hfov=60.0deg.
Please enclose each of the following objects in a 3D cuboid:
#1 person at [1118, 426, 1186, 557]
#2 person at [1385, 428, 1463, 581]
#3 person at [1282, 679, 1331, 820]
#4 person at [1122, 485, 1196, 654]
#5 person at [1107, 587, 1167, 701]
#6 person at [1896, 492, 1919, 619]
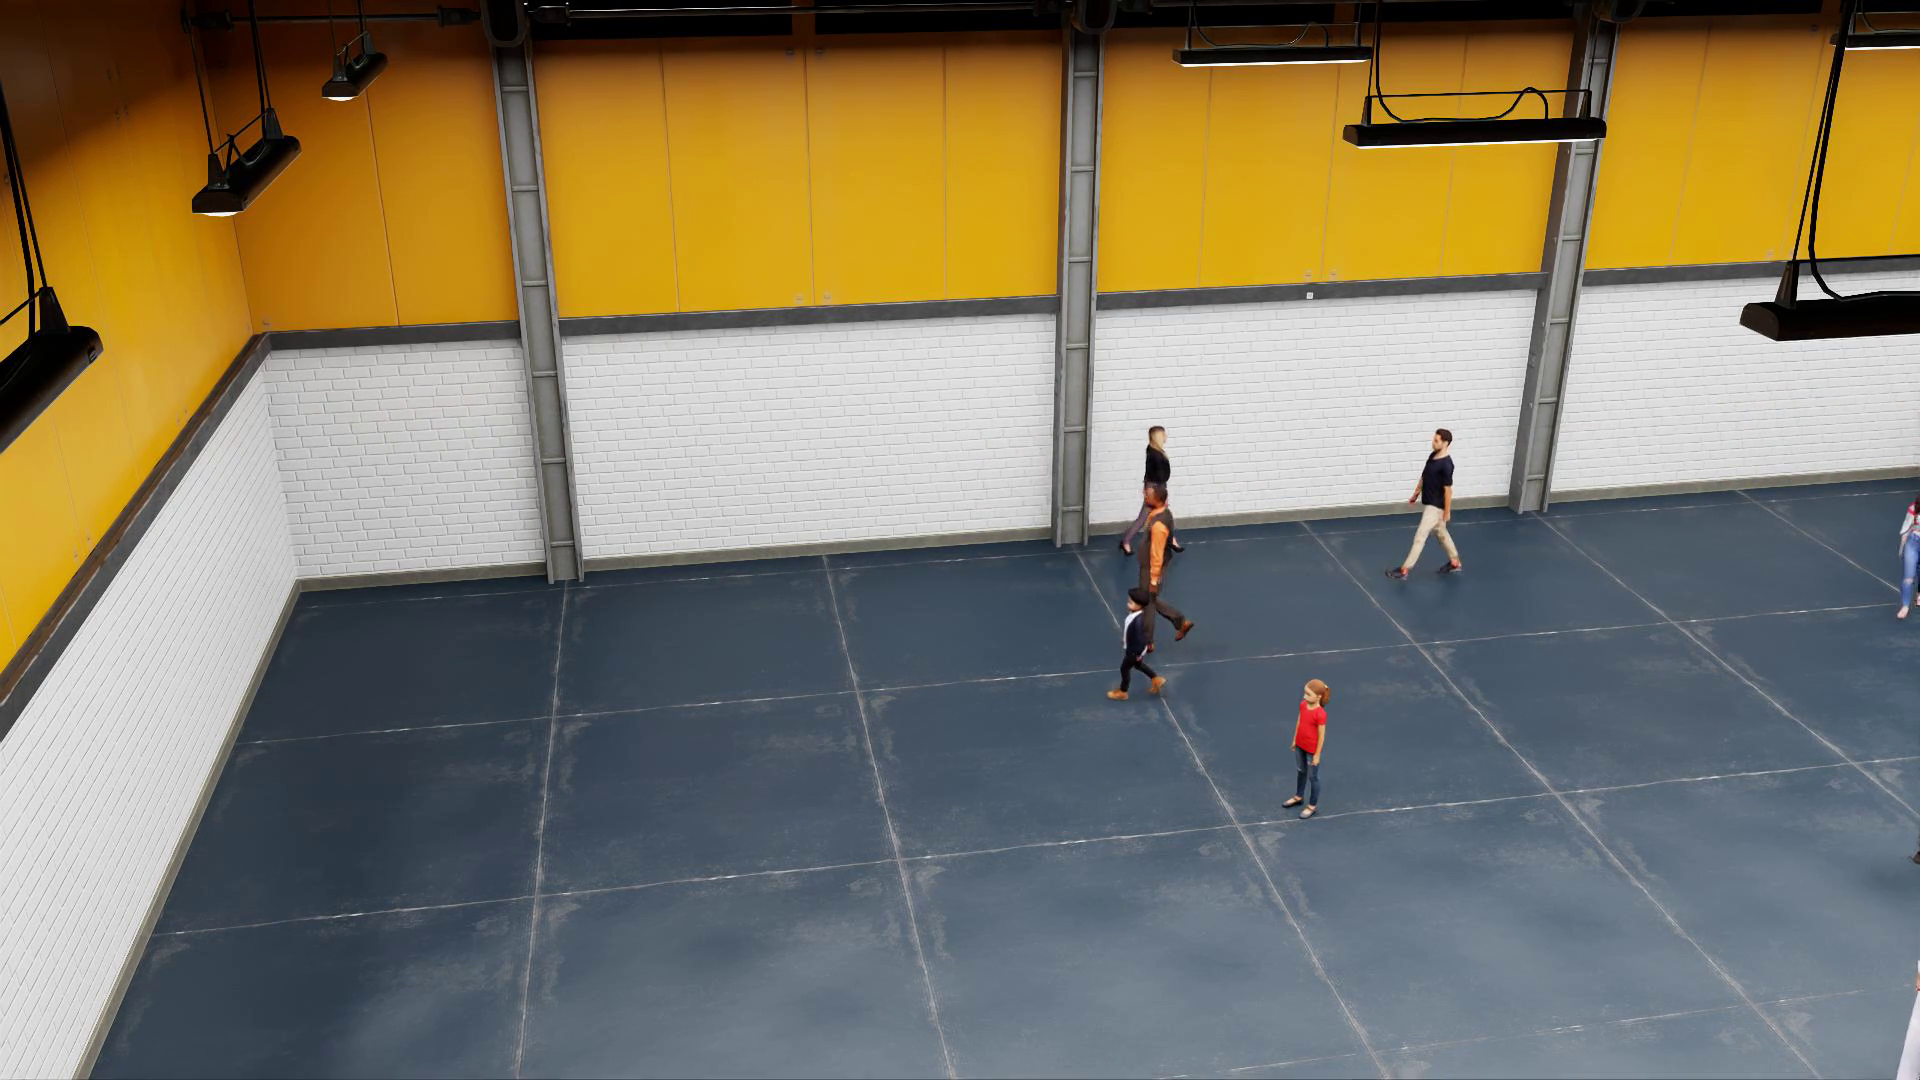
[{"bbox_3d":[2.183,-0.522,19.476,1.043,1.621,0.660,-2,24,-5],"label":"person"},{"bbox_3d":[5.487,-0.390,18.935,1.204,1.812,0.727,-2,24,-3],"label":"person"},{"bbox_3d":[3.061,1.800,14.550,0.577,1.311,0.550,-12,27,-26],"label":"person"},{"bbox_3d":[2.111,0.315,17.216,1.094,1.896,0.921,5,24,11],"label":"person"},{"bbox_3d":[1.784,1.024,16.454,0.851,1.209,0.606,1,24,1],"label":"person"},{"bbox_3d":[10.509,0.073,18.135,0.817,1.604,0.887,19,30,37],"label":"person"}]
